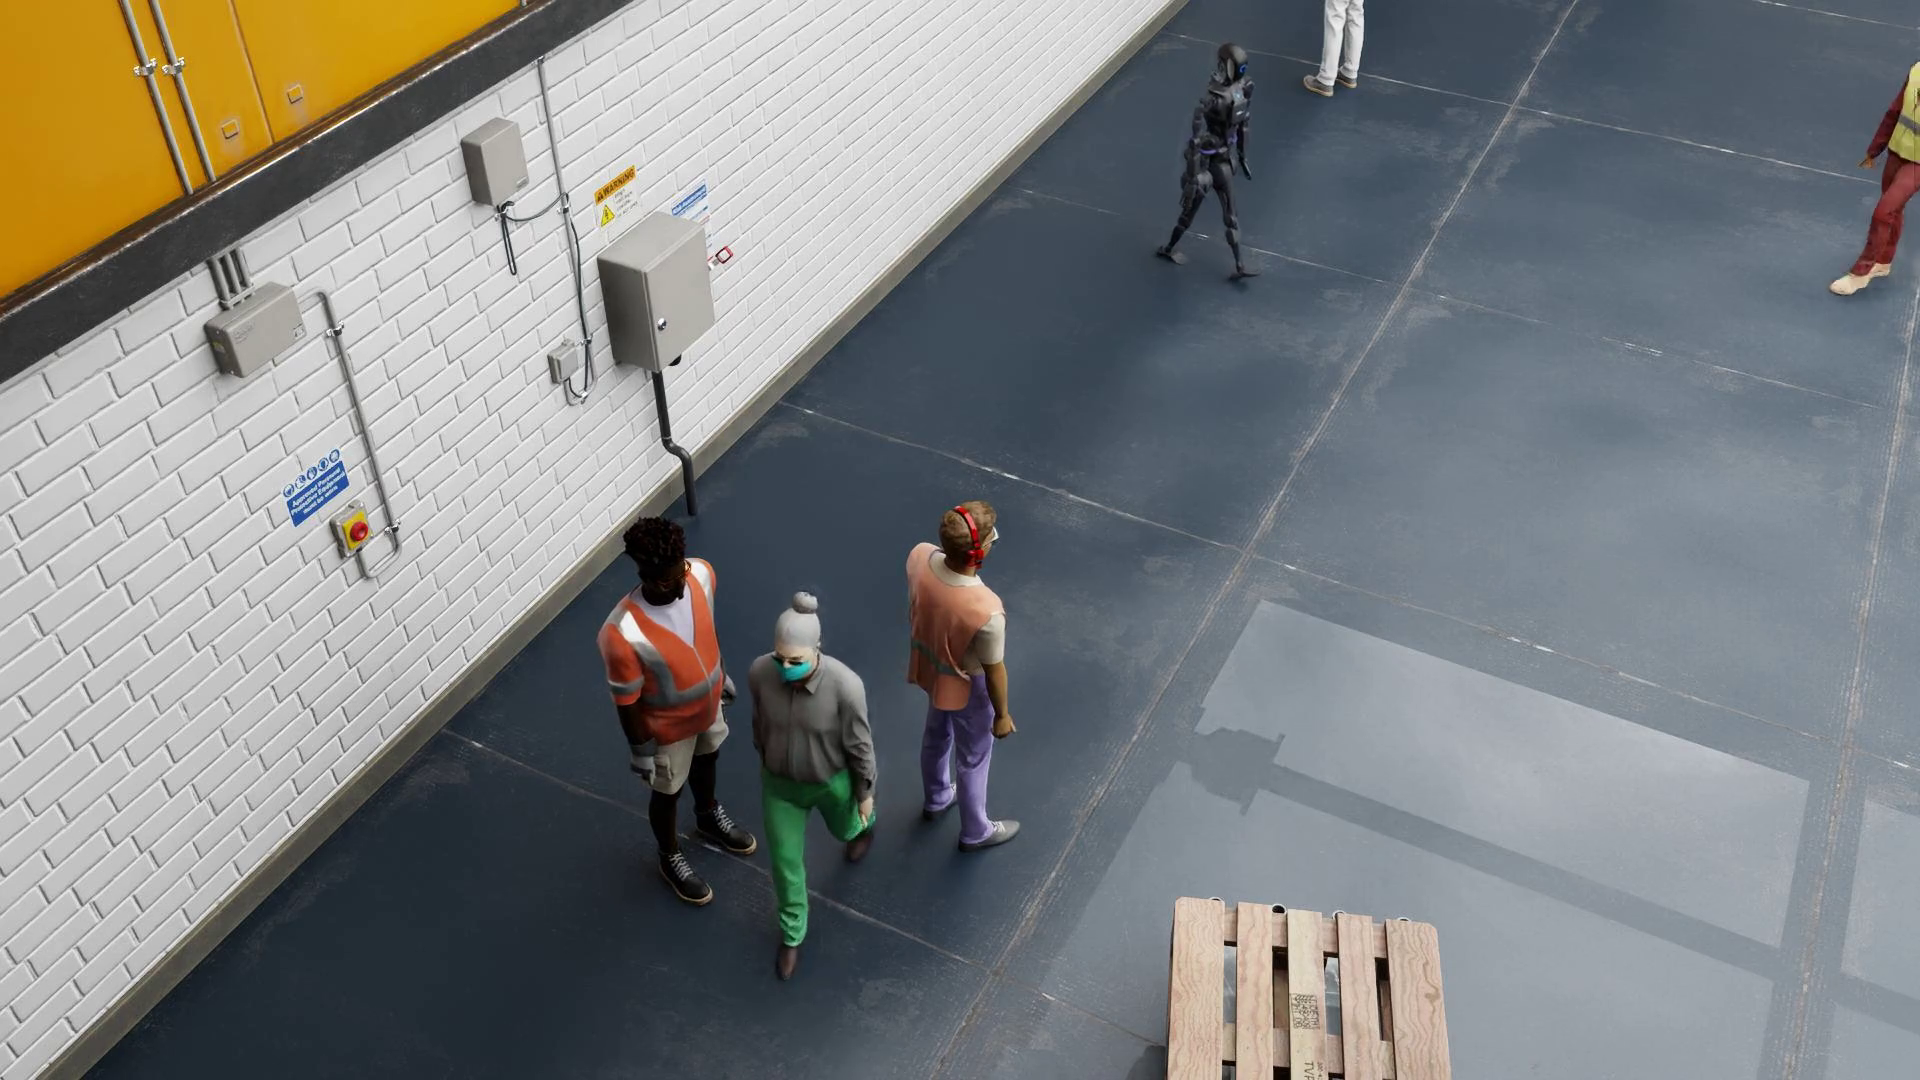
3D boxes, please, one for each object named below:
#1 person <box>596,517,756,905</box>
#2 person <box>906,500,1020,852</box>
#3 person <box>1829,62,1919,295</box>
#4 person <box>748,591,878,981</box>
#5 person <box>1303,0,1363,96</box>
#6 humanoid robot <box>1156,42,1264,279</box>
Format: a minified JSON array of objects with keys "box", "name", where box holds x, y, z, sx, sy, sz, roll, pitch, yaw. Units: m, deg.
[{"box":[-1.135,0.679,6.753,0.361,1.964,0.612,22,46,24],"name":"person"},{"box":[-0.003,0.594,6.942,0.387,1.845,0.566,-28,48,-28],"name":"person"},{"box":[5.901,-2.374,10.459,0.684,1.742,0.494,-10,42,-12],"name":"person"},{"box":[-0.568,0.877,6.647,0.523,1.804,0.863,9,42,10],"name":"person"},{"box":[2.949,-4.308,12.607,0.565,1.876,0.350,-28,48,-29],"name":"person"},{"box":[1.627,-2.392,10.568,0.587,1.616,0.796,-31,50,-31],"name":"humanoid robot"}]
